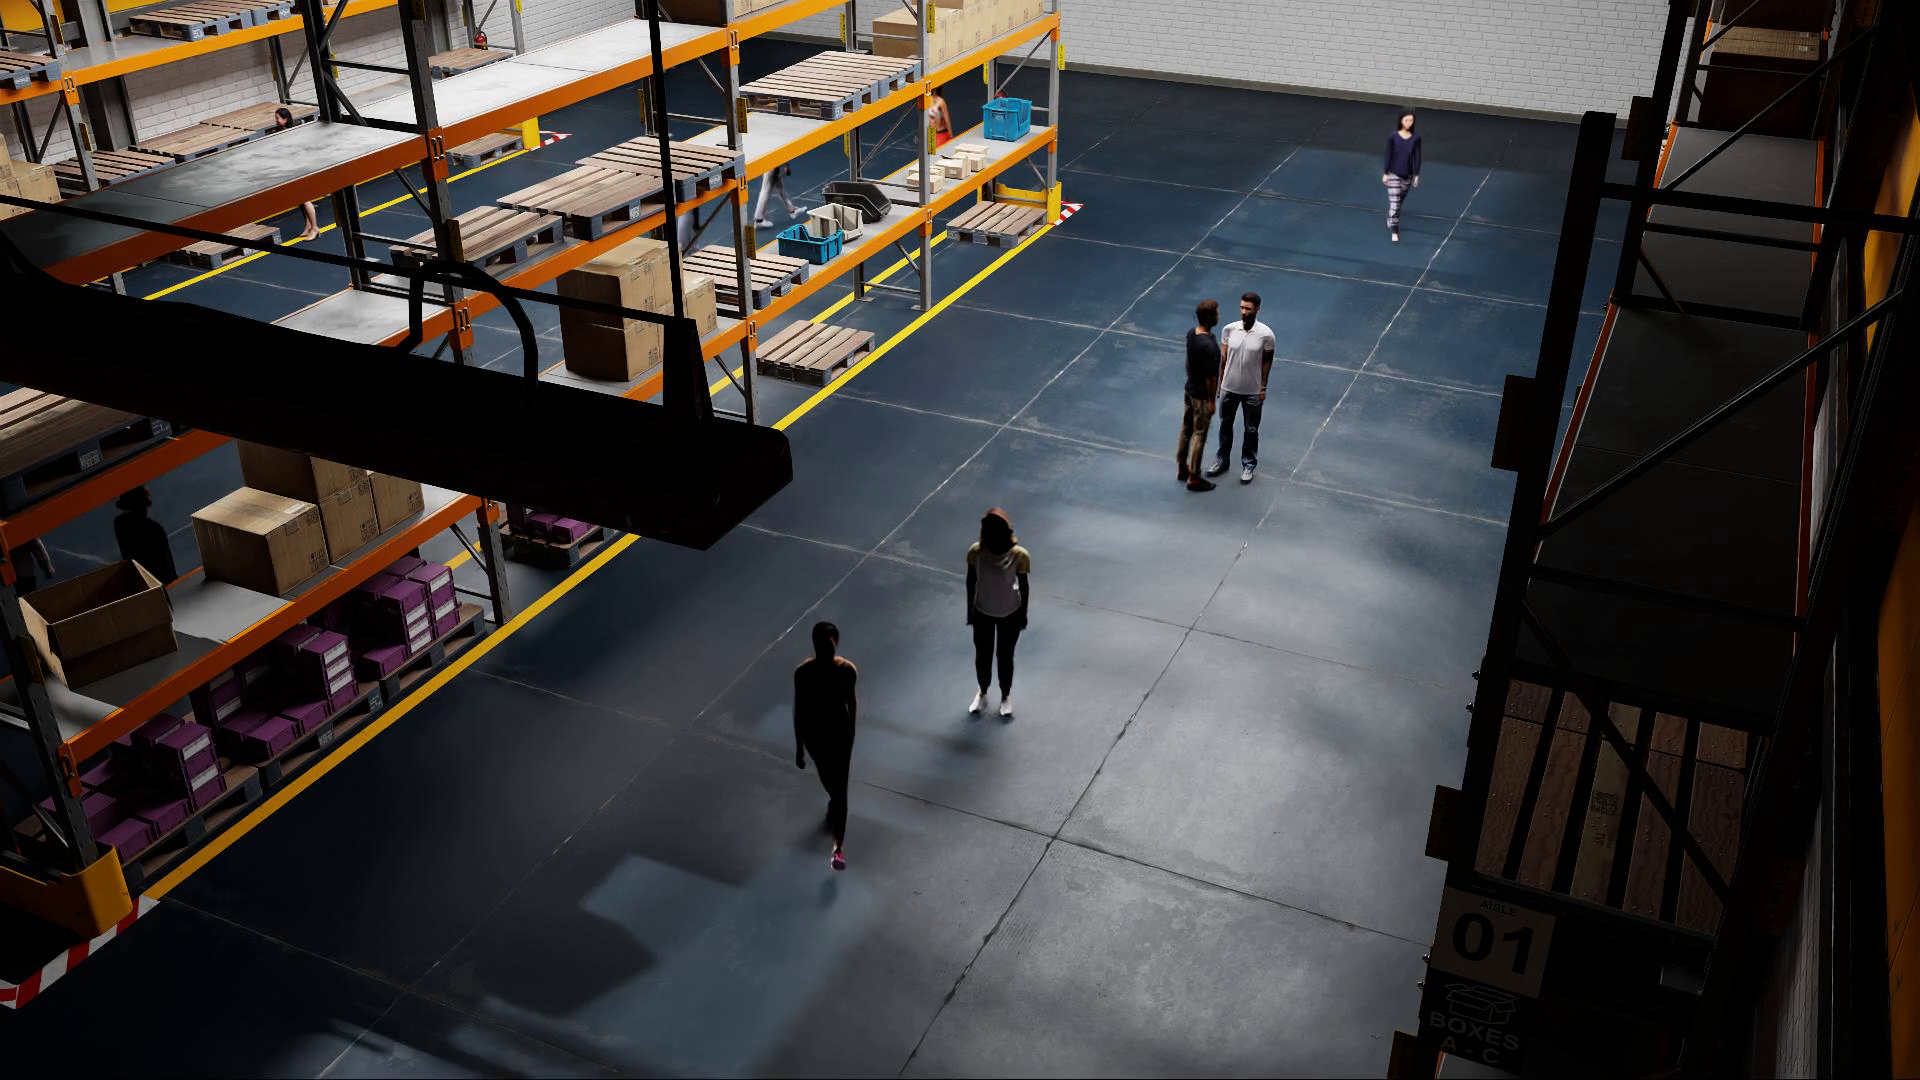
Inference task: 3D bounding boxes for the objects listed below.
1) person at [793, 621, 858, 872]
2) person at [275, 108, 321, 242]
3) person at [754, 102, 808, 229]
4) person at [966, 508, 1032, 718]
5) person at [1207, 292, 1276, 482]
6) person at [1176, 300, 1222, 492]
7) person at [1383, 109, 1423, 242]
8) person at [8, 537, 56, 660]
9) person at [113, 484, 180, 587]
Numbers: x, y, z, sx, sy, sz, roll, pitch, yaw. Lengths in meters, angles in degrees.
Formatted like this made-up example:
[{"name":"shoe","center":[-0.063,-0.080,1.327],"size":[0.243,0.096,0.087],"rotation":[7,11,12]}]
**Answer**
[{"name":"person","center":[-0.880,1.247,11.021],"size":[0.906,1.691,1.175],"rotation":[0,29,-1]},{"name":"person","center":[-8.853,-4.880,22.171],"size":[0.793,1.769,0.773],"rotation":[-19,34,-31]},{"name":"person","center":[-2.644,-5.098,22.548],"size":[1.245,1.791,1.130],"rotation":[-15,32,-25]},{"name":"person","center":[0.273,0.529,12.305],"size":[0.684,1.722,0.631],"rotation":[4,29,8]},{"name":"person","center":[2.689,-1.473,15.824],"size":[0.674,1.865,0.557],"rotation":[14,32,25]},{"name":"person","center":[2.251,-1.379,15.664],"size":[0.773,1.854,0.705],"rotation":[-9,30,-16]},{"name":"person","center":[5.902,-4.922,22.321],"size":[0.871,1.699,1.164],"rotation":[2,29,4]},{"name":"person","center":[-7.271,0.212,12.806],"size":[1.057,1.798,1.317],"rotation":[0,29,0]},{"name":"person","center":[-6.128,0.389,12.542],"size":[0.664,1.740,1.040],"rotation":[11,31,20]}]
